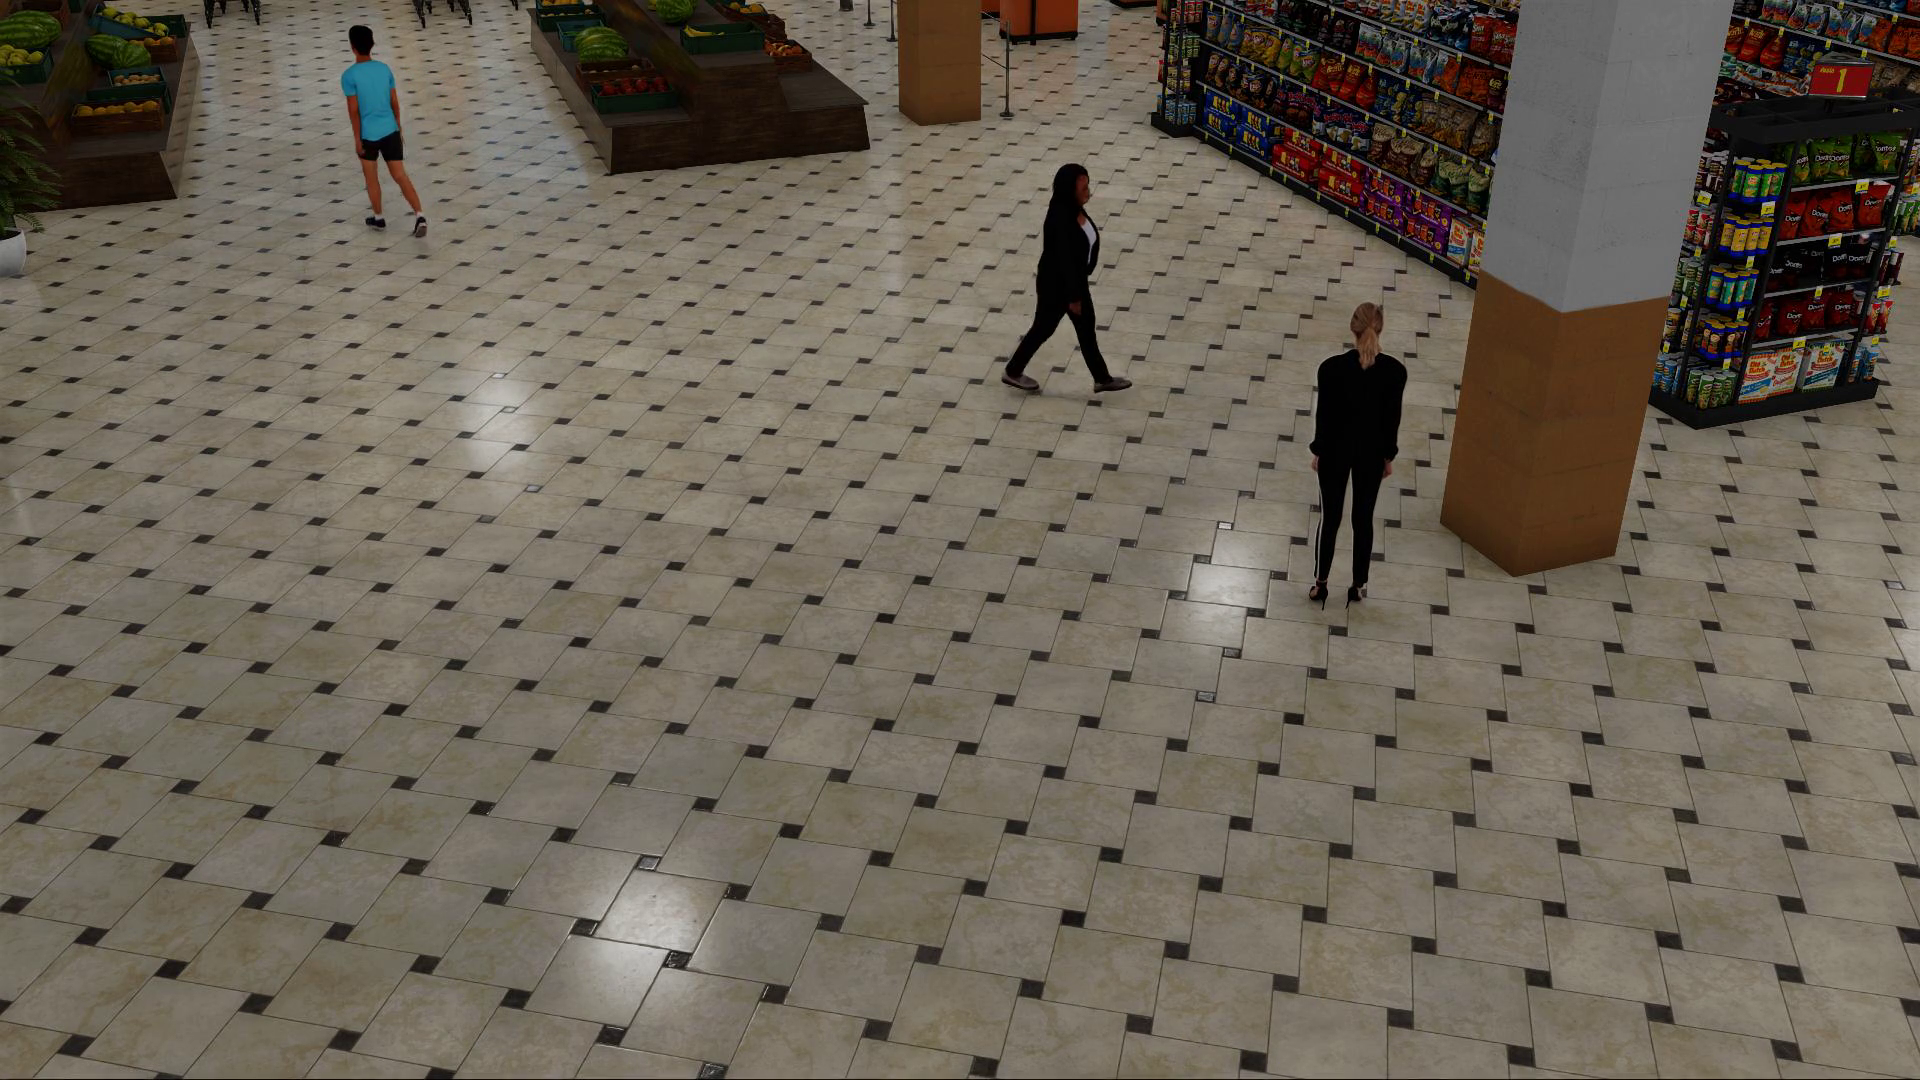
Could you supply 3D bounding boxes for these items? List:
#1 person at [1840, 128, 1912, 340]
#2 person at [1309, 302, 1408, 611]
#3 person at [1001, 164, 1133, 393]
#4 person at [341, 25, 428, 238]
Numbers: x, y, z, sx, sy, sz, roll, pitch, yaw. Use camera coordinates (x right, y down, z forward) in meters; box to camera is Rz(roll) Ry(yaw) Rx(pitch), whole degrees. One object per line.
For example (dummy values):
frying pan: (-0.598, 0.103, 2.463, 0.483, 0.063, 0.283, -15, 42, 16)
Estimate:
person: (6.642, -2.230, 12.052, 0.643, 1.558, 0.609, 23, 36, 36)
person: (2.020, -0.414, 8.570, 0.694, 1.707, 0.700, 3, 29, 6)
person: (0.602, -1.677, 11.025, 1.101, 1.571, 1.163, 6, 29, 10)
person: (-4.817, -3.357, 13.928, 0.947, 1.738, 1.232, -24, 37, -36)
